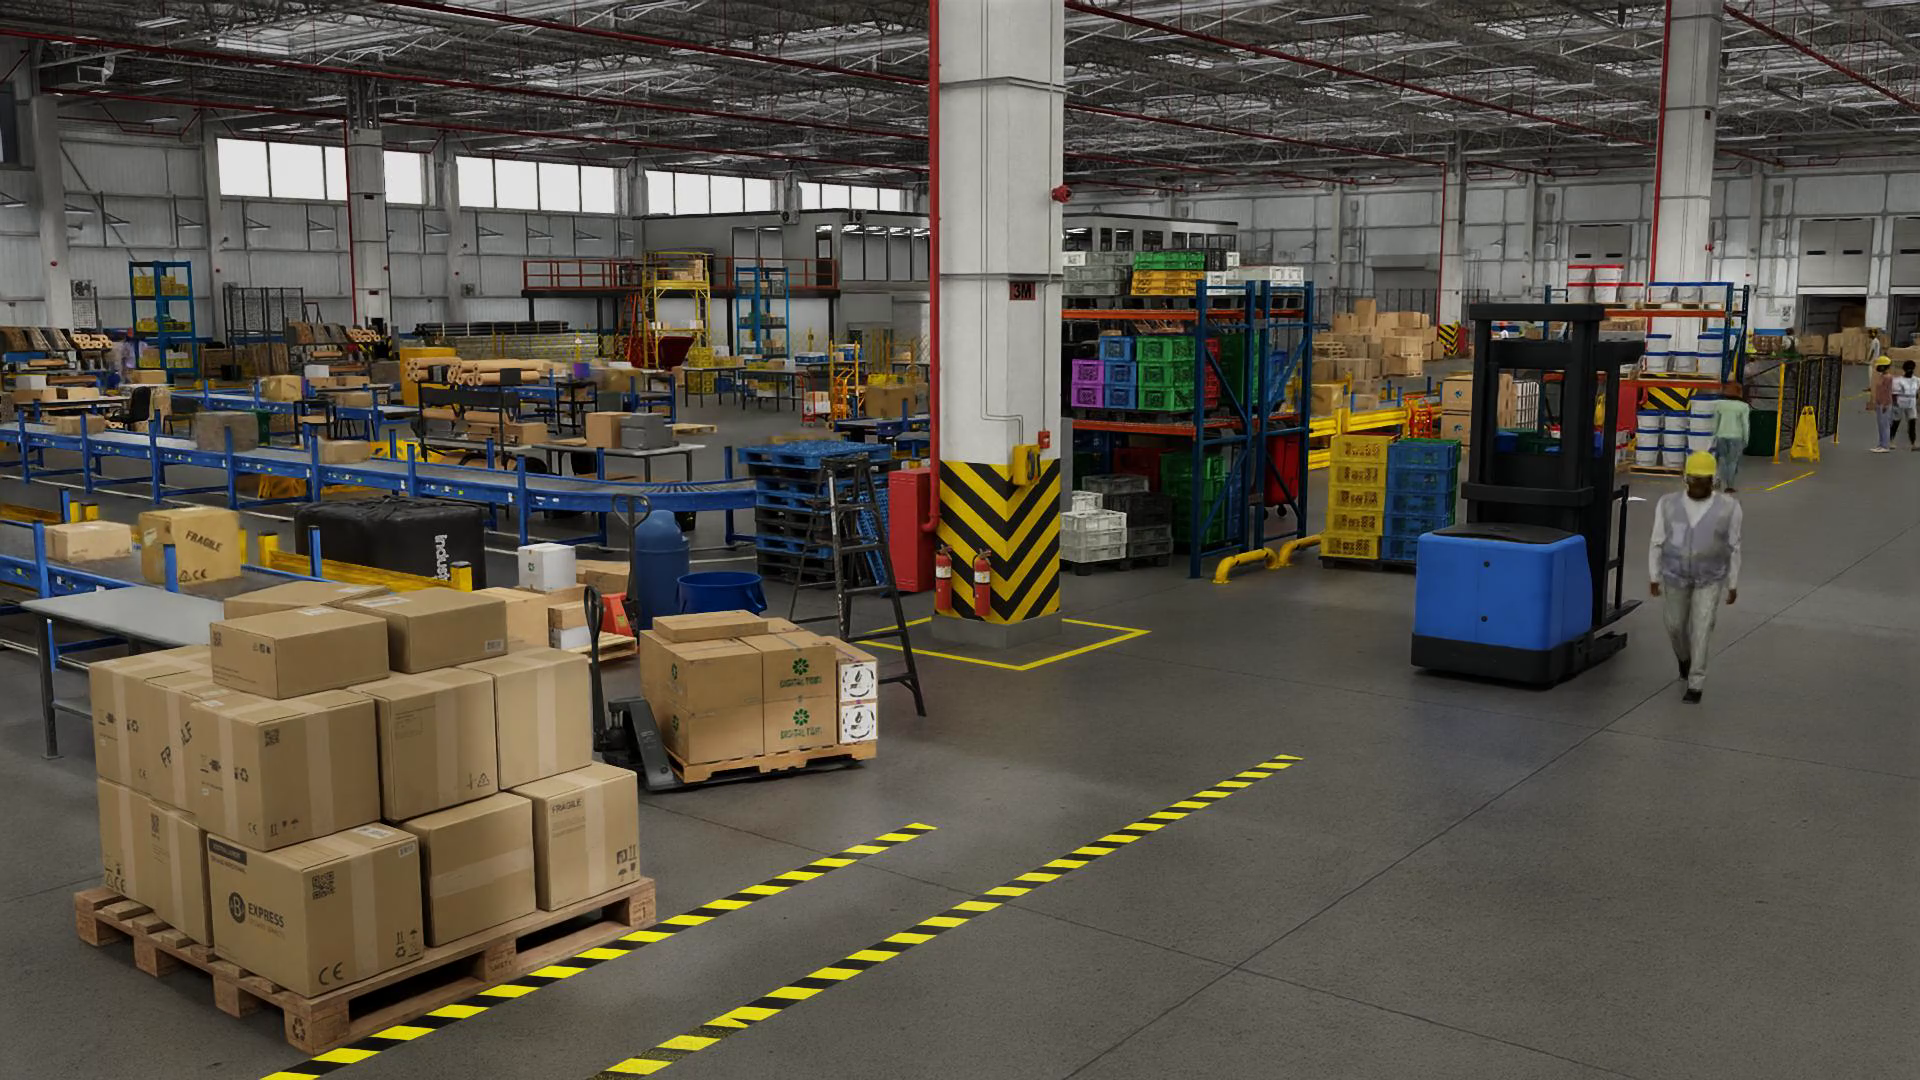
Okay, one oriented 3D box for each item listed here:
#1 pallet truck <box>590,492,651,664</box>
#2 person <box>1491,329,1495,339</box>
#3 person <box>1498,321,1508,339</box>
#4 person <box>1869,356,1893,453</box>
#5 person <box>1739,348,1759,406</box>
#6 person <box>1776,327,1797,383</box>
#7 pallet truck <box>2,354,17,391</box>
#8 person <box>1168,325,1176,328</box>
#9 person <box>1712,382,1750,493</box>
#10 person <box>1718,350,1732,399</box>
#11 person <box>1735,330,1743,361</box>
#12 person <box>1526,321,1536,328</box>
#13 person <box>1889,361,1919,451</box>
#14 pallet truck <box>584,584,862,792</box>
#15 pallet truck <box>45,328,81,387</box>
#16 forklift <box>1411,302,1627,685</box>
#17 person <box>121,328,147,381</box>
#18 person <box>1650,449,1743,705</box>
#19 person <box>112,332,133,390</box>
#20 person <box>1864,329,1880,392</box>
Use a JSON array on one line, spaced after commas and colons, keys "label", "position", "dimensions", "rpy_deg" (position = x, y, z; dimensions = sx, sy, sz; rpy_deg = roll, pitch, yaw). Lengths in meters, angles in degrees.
[{"label": "pallet truck", "position": [-3.115, 0.344, 12.883], "dimensions": [0.653, 1.274, 1.630], "rpy_deg": [7, 11, 37]}, {"label": "person", "position": [13.764, -4.546, 43.511], "dimensions": [0.375, 1.997, 0.612], "rpy_deg": [1, 9, 10]}, {"label": "person", "position": [18.898, -6.666, 58.003], "dimensions": [0.375, 1.935, 0.551], "rpy_deg": [5, 10, 30]}, {"label": "person", "position": [16.783, -2.464, 30.280], "dimensions": [0.339, 1.757, 0.518], "rpy_deg": [2, 9, 11]}, {"label": "person", "position": [16.492, -3.143, 34.846], "dimensions": [0.538, 1.747, 0.369], "rpy_deg": [-2, 9, -13]}, {"label": "person", "position": [26.634, -5.910, 53.363], "dimensions": [0.518, 1.819, 0.896], "rpy_deg": [-3, 9, -20]}, {"label": "pallet truck", "position": [-24.881, -4.417, 42.634], "dimensions": [1.885, 1.965, 0.823], "rpy_deg": [8, 11, 41]}, {"label": "person", "position": [6.905, -6.018, 53.820], "dimensions": [0.874, 1.880, 0.626], "rpy_deg": [4, 9, 27]}, {"label": "person", "position": [11.192, -1.482, 24.122], "dimensions": [0.345, 1.620, 0.527], "rpy_deg": [-8, 11, -42]}, {"label": "person", "position": [16.945, -3.371, 36.645], "dimensions": [0.566, 1.676, 0.462], "rpy_deg": [-6, 10, -34]}, {"label": "person", "position": [25.235, -5.932, 53.833], "dimensions": [0.383, 1.699, 0.602], "rpy_deg": [4, 9, 27]}, {"label": "person", "position": [26.195, -9.322, 76.361], "dimensions": [0.690, 1.806, 0.653], "rpy_deg": [-5, 10, -30]}, {"label": "person", "position": [17.423, -2.465, 30.649], "dimensions": [0.537, 1.651, 0.812], "rpy_deg": [0, 8, 0]}, {"label": "pallet truck", "position": [-1.426, 0.805, 10.019], "dimensions": [1.601, 1.201, 0.680], "rpy_deg": [-4, 9, -26]}, {"label": "pallet truck", "position": [-23.775, -4.544, 43.495], "dimensions": [1.885, 1.965, 0.823], "rpy_deg": [6, 10, 35]}, {"label": "forklift", "position": [4.379, -0.438, 12.852], "dimensions": [1.129, 2.768, 1.873], "rpy_deg": [7, 11, 37]}, {"label": "person", "position": [-21.164, -4.425, 42.624], "dimensions": [0.635, 2.013, 0.795], "rpy_deg": [-2, 9, -10]}, {"label": "person", "position": [5.278, 0.234, 11.939], "dimensions": [0.601, 1.813, 0.715], "rpy_deg": [6, 10, 34]}, {"label": "person", "position": [-22.085, -4.571, 44.034], "dimensions": [0.672, 1.886, 0.460], "rpy_deg": [2, 9, 13]}, {"label": "person", "position": [26.935, -5.289, 49.000], "dimensions": [0.469, 1.852, 0.624], "rpy_deg": [5, 10, 33]}]
